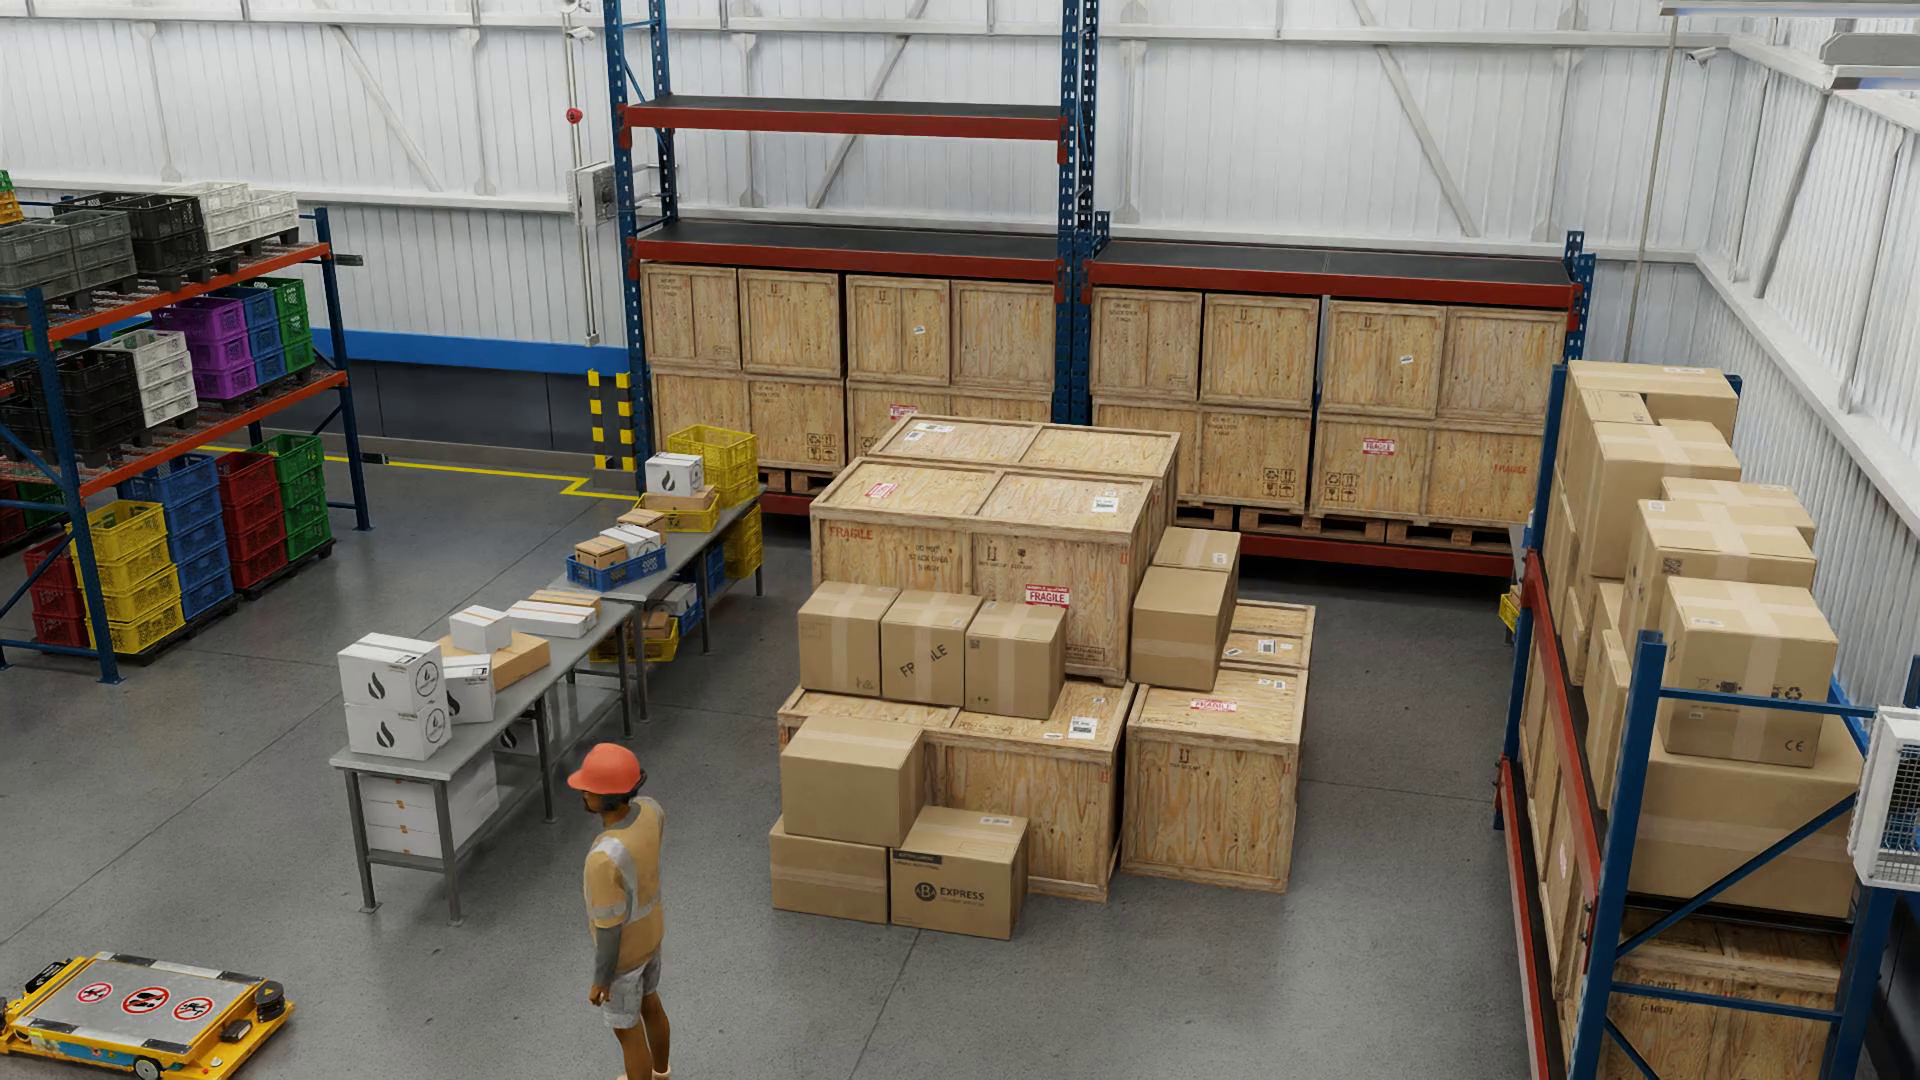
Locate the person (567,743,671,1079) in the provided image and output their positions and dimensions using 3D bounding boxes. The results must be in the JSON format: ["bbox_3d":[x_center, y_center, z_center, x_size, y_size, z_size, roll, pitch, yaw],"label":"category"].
[{"bbox_3d":[-1.562,1.856,7.704,0.366,2.048,0.606,4,21,10],"label":"person"}]

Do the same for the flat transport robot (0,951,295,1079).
[{"bbox_3d":[-4.270,2.464,8.601,1.431,0.231,0.659,5,22,13],"label":"flat transport robot"}]
